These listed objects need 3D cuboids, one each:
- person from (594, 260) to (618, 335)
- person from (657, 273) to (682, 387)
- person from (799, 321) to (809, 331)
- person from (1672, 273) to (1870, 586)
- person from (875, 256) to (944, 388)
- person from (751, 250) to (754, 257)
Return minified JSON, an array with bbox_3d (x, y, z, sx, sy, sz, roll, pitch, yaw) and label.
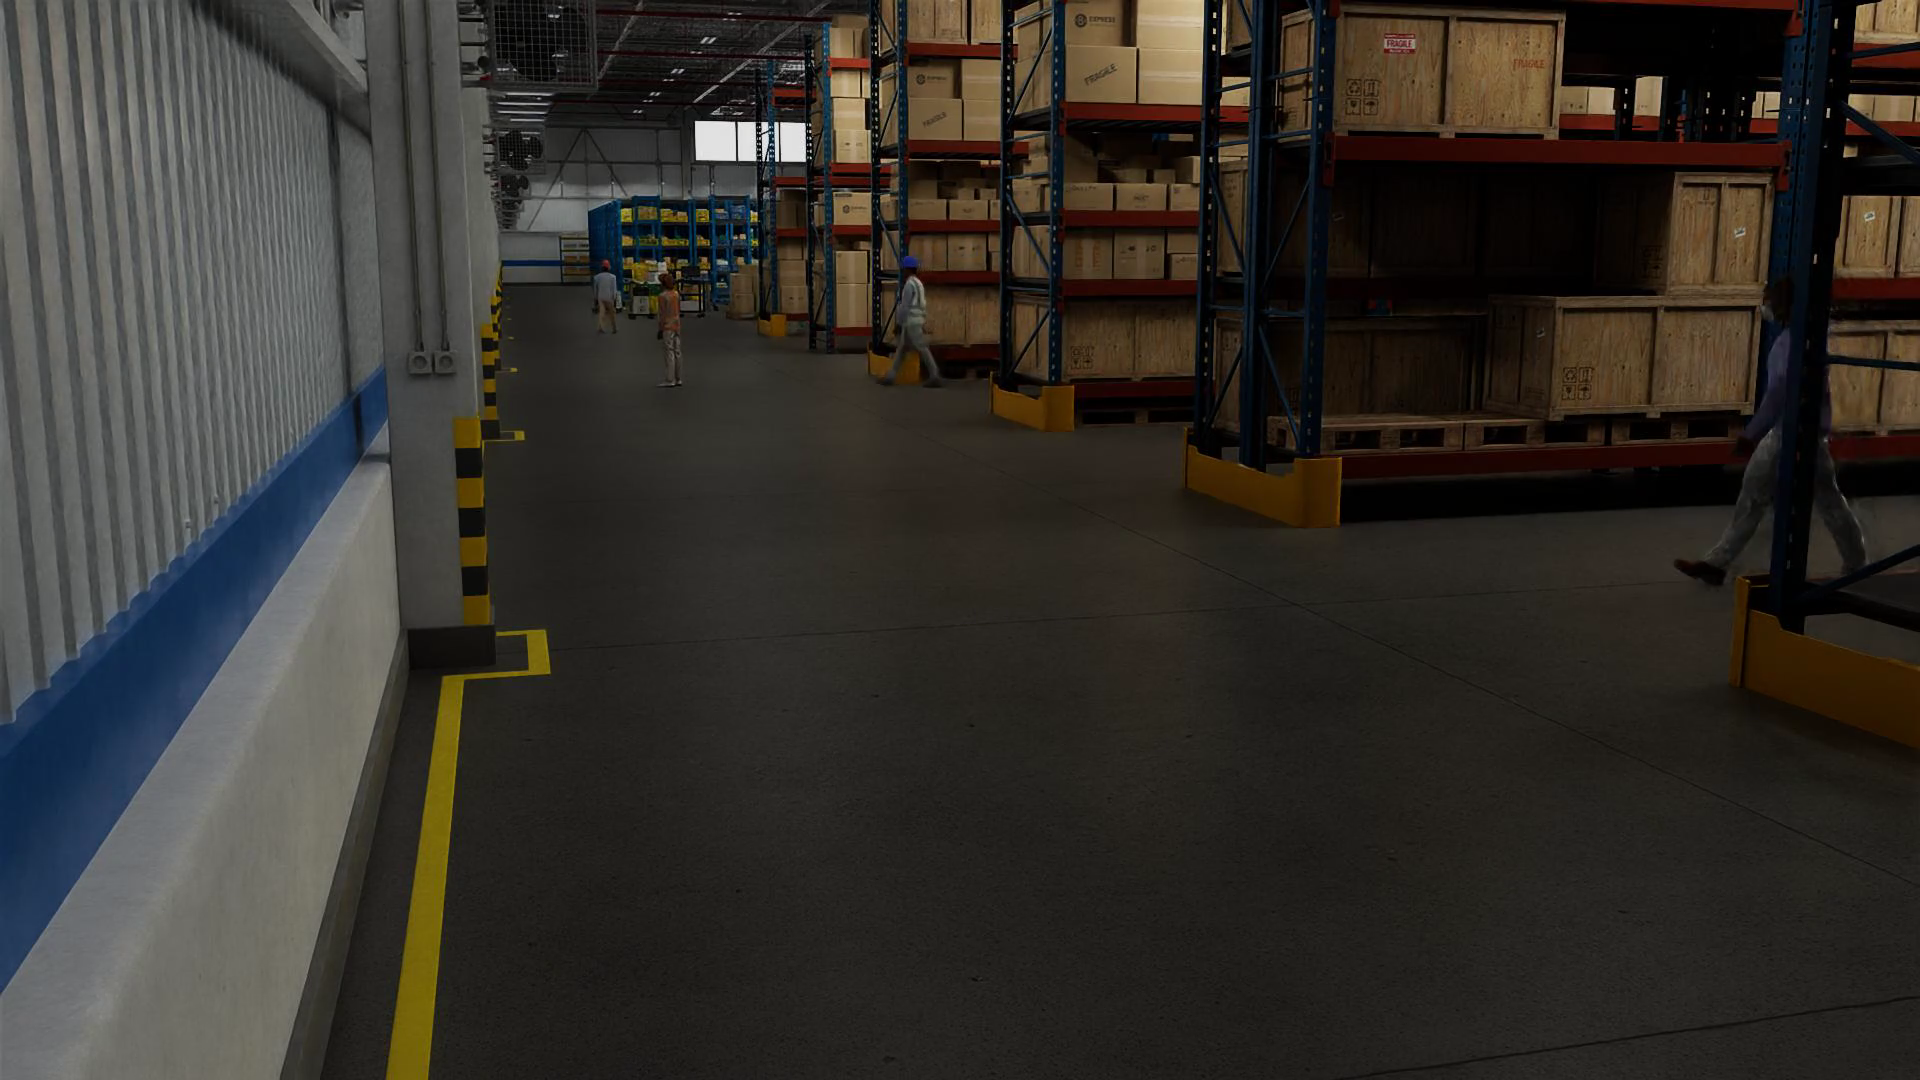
[{"bbox_3d":[-8.129,-5.551,38.103,0.571,1.719,0.865,2,10,10],"label":"person"},{"bbox_3d":[-4.197,-3.025,24.010,0.309,1.641,0.513,4,11,20],"label":"person"},{"bbox_3d":[-3.549,-5.919,40.149,0.847,1.734,0.538,-4,11,-21],"label":"person"},{"bbox_3d":[4.824,-0.598,9.644,1.087,1.877,0.630,3,11,18],"label":"person"},{"bbox_3d":[-0.698,-3.117,23.846,1.028,1.896,0.598,1,10,7],"label":"person"},{"bbox_3d":[-10.037,-13.187,80.973,0.372,1.843,0.570,-9,13,-40],"label":"person"}]
